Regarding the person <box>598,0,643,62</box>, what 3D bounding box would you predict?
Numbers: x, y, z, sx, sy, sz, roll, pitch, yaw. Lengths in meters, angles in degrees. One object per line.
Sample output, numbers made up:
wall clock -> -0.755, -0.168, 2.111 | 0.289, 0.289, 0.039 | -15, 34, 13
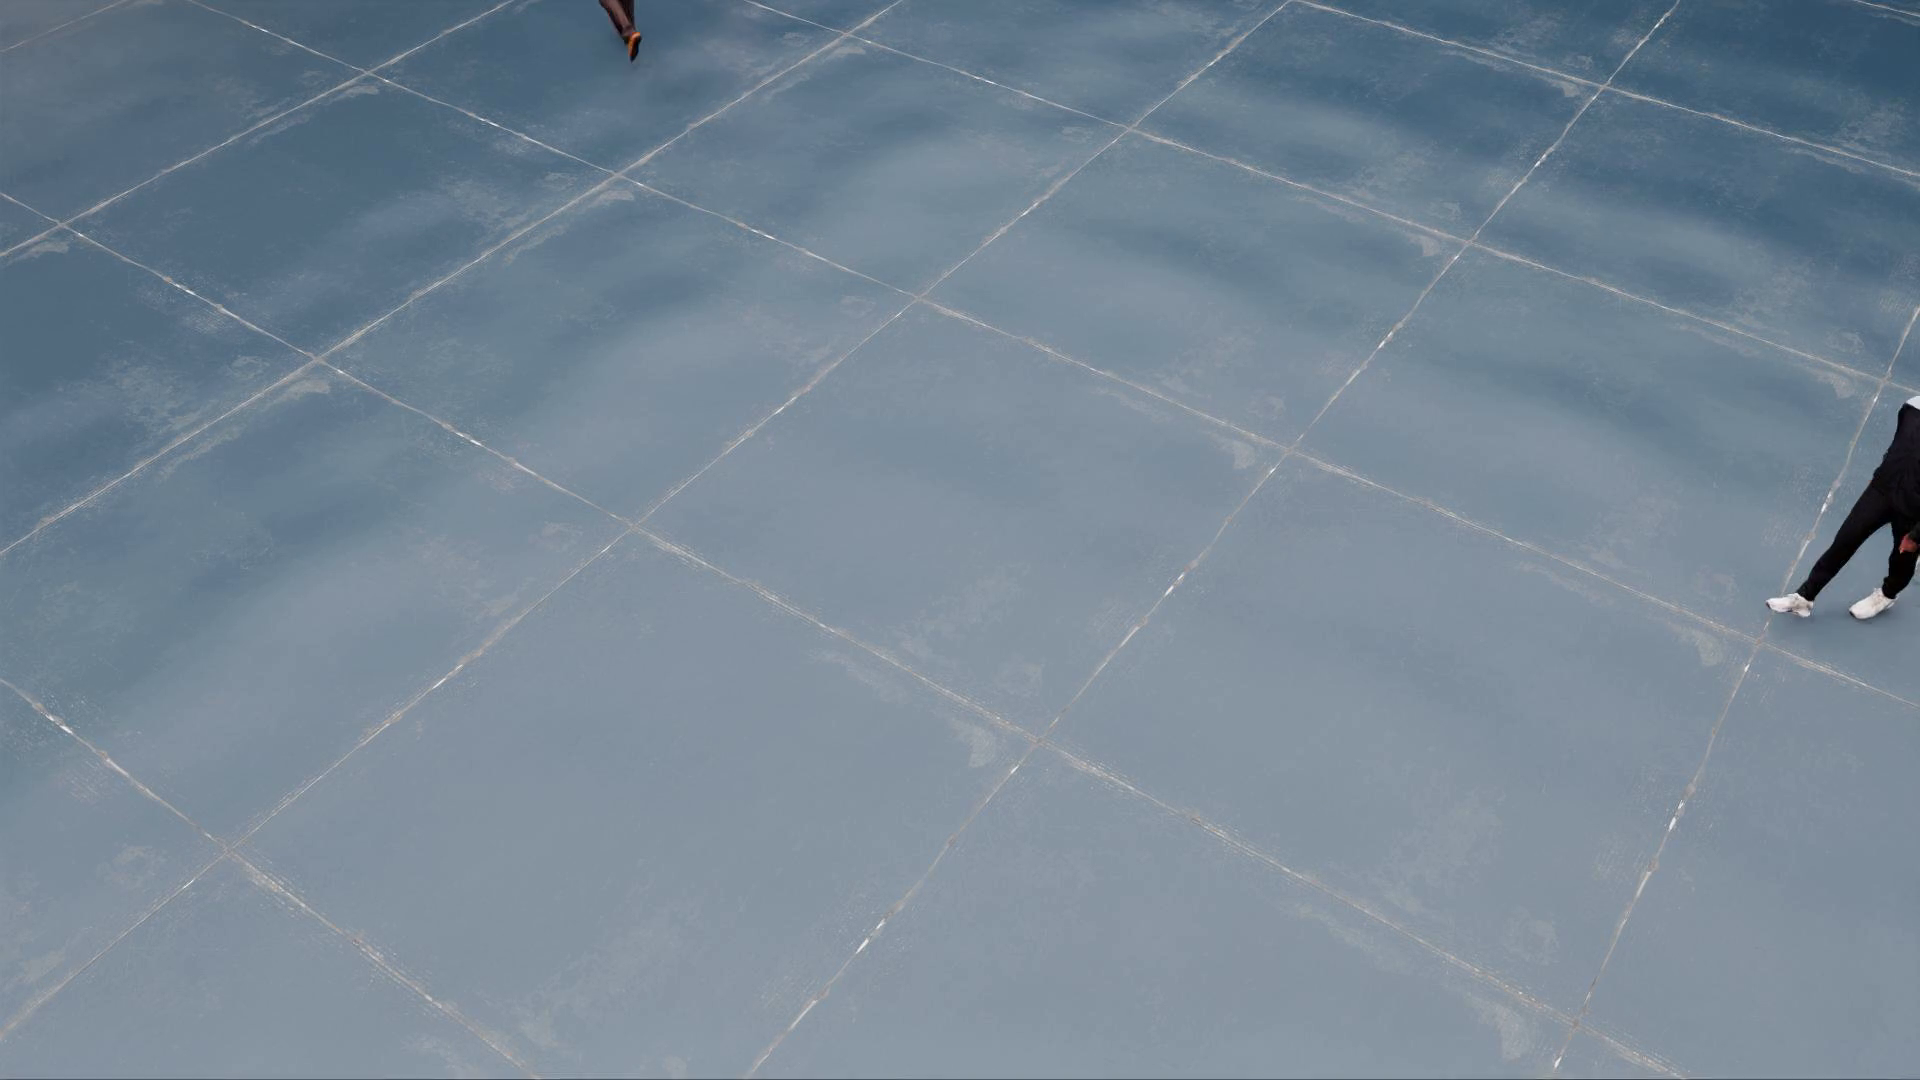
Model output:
person -> -2.961, -5.027, 14.294 | 0.901, 1.784, 1.133 | -25, 49, -25

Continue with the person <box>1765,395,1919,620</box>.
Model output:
person -> 5.294, -0.241, 9.157 | 1.124, 1.799, 1.149 | -14, 45, -15
